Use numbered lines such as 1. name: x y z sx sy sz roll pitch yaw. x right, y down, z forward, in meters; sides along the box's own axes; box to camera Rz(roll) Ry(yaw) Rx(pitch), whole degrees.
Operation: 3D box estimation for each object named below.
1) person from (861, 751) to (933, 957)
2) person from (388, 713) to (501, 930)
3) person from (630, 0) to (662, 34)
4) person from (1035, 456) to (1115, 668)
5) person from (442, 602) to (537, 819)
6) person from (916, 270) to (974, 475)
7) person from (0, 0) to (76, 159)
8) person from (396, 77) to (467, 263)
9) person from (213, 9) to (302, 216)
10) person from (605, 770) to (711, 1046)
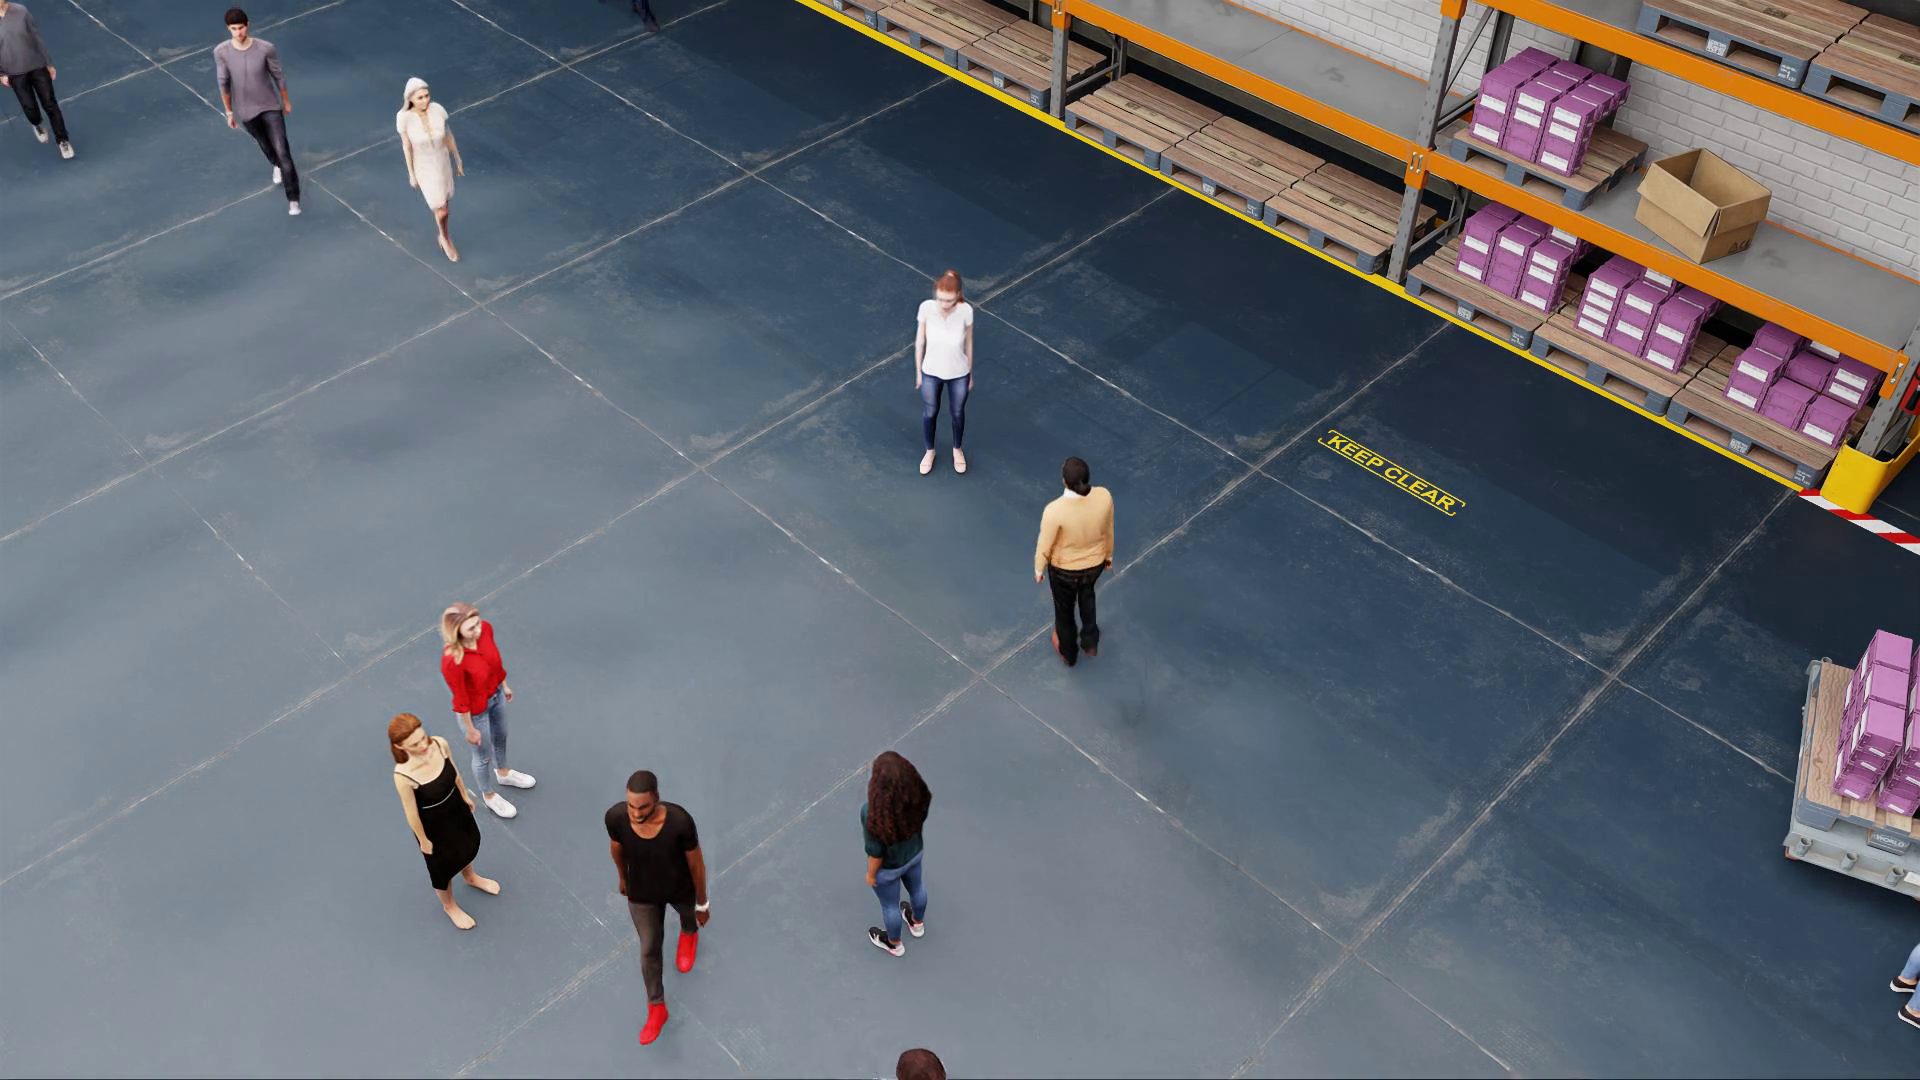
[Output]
1. person: -0.350 1.723 9.137 0.595 1.617 0.587 -32 52 -29
2. person: -2.923 1.540 9.323 0.664 1.625 0.641 18 47 18
3. person: -3.467 -6.329 17.416 0.710 1.855 0.999 -31 52 -29
4. person: 0.778 0.197 10.644 0.776 1.746 0.769 -17 46 -17
5. person: -2.828 0.972 9.862 0.668 1.703 0.691 13 45 13
6. person: -0.104 -1.234 12.149 0.644 1.742 0.709 1 44 2
7. person: -8.723 -4.421 15.491 0.711 1.748 0.829 -27 50 -25
8. person: -4.541 -3.171 14.199 0.621 1.720 0.669 -31 52 -28
9. person: -6.285 -3.911 14.912 1.103 1.807 1.278 -8 44 -9
10. person: -1.580 1.774 8.969 1.103 1.774 1.150 1 44 1
